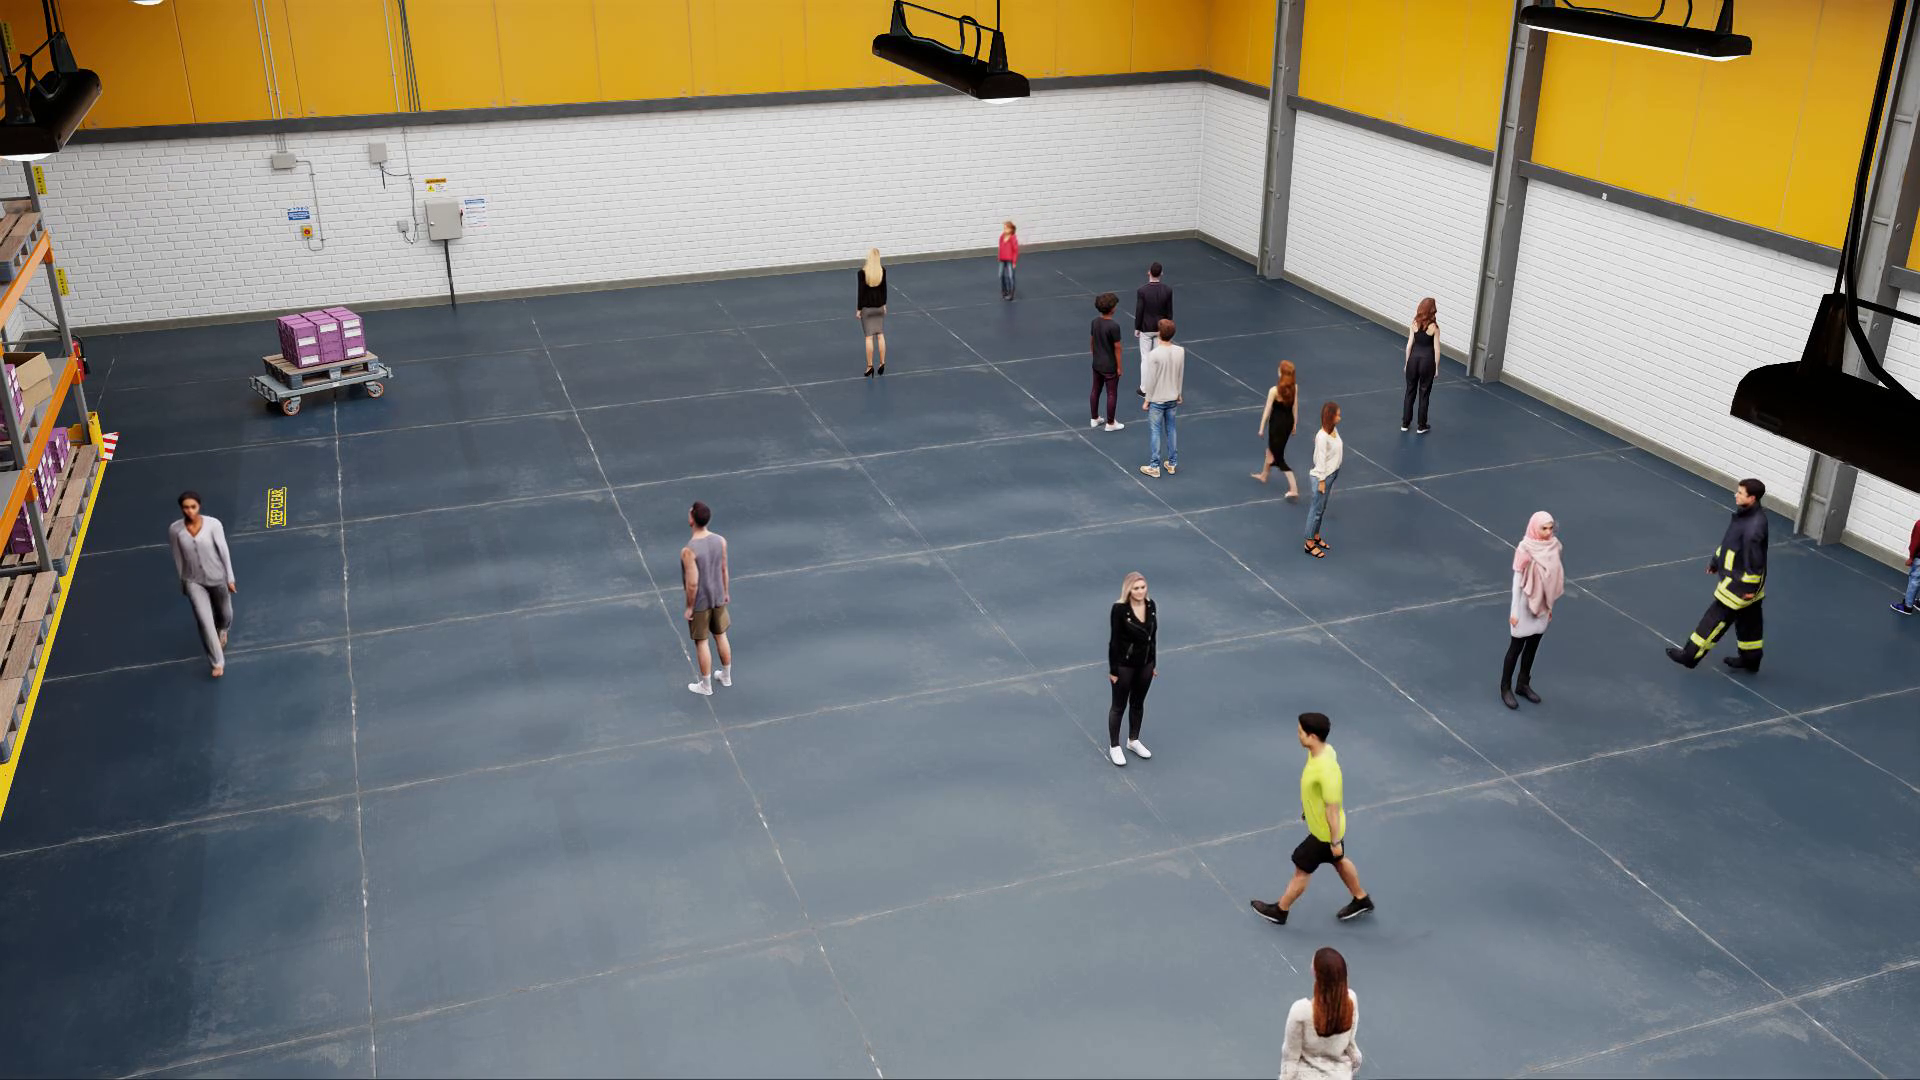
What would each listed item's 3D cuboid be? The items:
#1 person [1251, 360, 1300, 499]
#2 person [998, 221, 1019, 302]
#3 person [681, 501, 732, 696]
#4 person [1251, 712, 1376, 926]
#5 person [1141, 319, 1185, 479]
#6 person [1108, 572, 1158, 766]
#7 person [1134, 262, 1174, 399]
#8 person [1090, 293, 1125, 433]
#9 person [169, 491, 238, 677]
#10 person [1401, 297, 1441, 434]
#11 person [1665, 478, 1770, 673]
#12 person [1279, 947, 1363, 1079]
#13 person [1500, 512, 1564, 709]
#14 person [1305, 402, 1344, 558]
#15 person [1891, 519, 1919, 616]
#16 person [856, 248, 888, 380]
[{"bbox_3d":[3.730,-1.237,19.089,0.726,1.581,1.132,-14,27,-29],"label":"person"},{"bbox_3d":[0.816,-4.541,26.986,0.607,1.309,0.683,14,27,30],"label":"person"},{"bbox_3d":[-2.270,0.520,14.829,0.716,1.844,0.714,21,31,39],"label":"person"},{"bbox_3d":[2.639,1.983,11.624,1.037,1.661,1.161,0,24,0],"label":"person"},{"bbox_3d":[2.409,-1.681,19.703,0.687,1.902,0.582,-11,26,-23],"label":"person"},{"bbox_3d":[1.416,1.037,13.755,0.628,1.686,0.560,-11,26,-24],"label":"person"},{"bbox_3d":[2.594,-2.837,22.423,0.709,1.842,0.614,-3,24,-6],"label":"person"},{"bbox_3d":[1.862,-2.285,21.232,0.662,1.784,0.768,21,31,39],"label":"person"},{"bbox_3d":[-6.956,0.334,15.341,0.644,1.704,1.101,-10,25,-21],"label":"person"},{"bbox_3d":[5.860,-2.234,21.165,0.638,1.746,0.723,14,27,29],"label":"person"},{"bbox_3d":[7.182,0.354,15.065,1.216,1.889,1.185,9,25,19],"label":"person"},{"bbox_3d":[2.027,3.044,9.183,0.612,1.670,0.974,-8,25,-17],"label":"person"},{"bbox_3d":[5.013,0.597,14.615,0.636,1.804,0.604,-10,26,-22],"label":"person"},{"bbox_3d":[3.853,-0.666,17.658,0.751,1.680,0.697,11,26,24],"label":"person"},{"bbox_3d":[9.506,0.129,16.370,0.504,1.256,0.490,-7,25,-16],"label":"person"},{"bbox_3d":[-1.217,-3.176,23.198,0.650,1.842,0.596,-13,27,-28],"label":"person"}]
